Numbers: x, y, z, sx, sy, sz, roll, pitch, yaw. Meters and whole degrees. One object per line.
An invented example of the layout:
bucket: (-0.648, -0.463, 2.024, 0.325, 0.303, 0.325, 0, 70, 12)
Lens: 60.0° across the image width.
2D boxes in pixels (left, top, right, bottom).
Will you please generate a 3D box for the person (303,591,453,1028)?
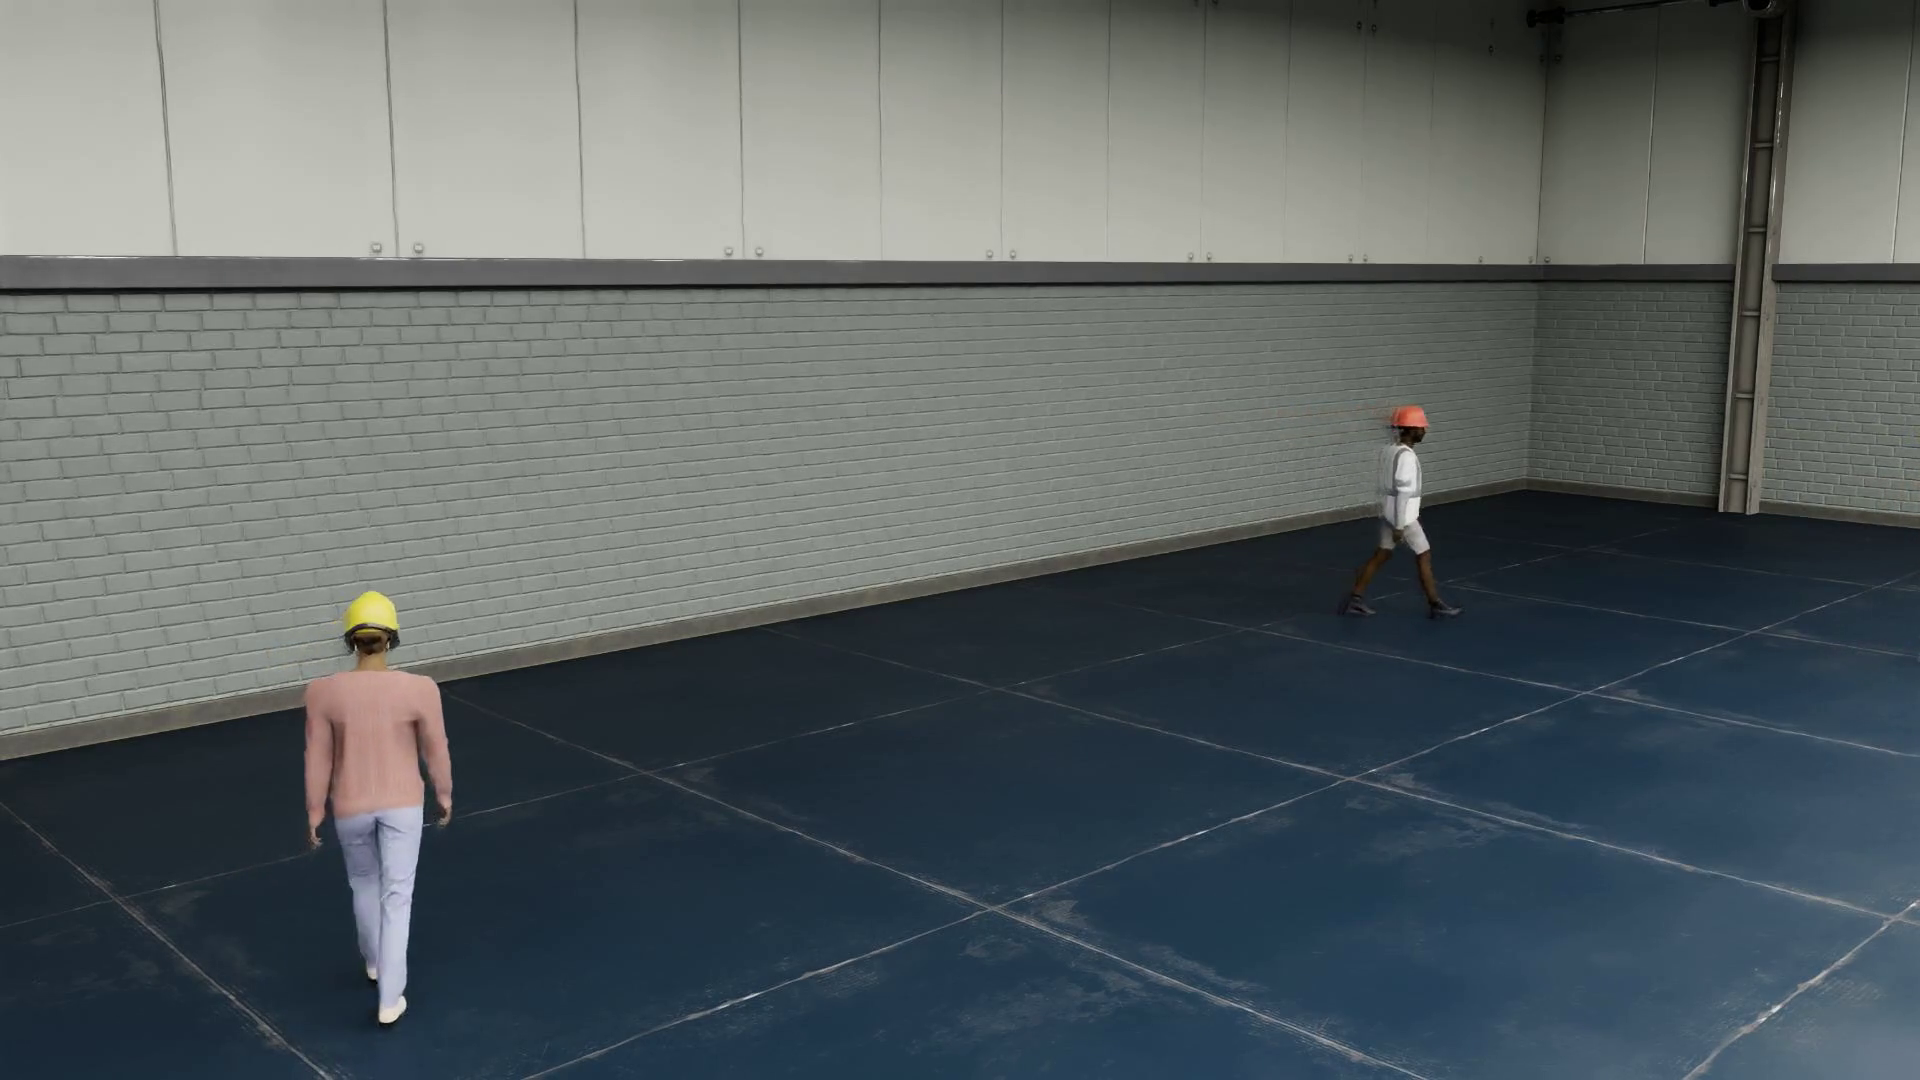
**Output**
person: (-2.379, 1.063, 6.881, 0.553, 1.733, 0.784, -1, 9, -9)

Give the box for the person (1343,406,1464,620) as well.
person: (3.862, -0.229, 14.500, 1.029, 1.890, 0.549, 0, 9, -1)
